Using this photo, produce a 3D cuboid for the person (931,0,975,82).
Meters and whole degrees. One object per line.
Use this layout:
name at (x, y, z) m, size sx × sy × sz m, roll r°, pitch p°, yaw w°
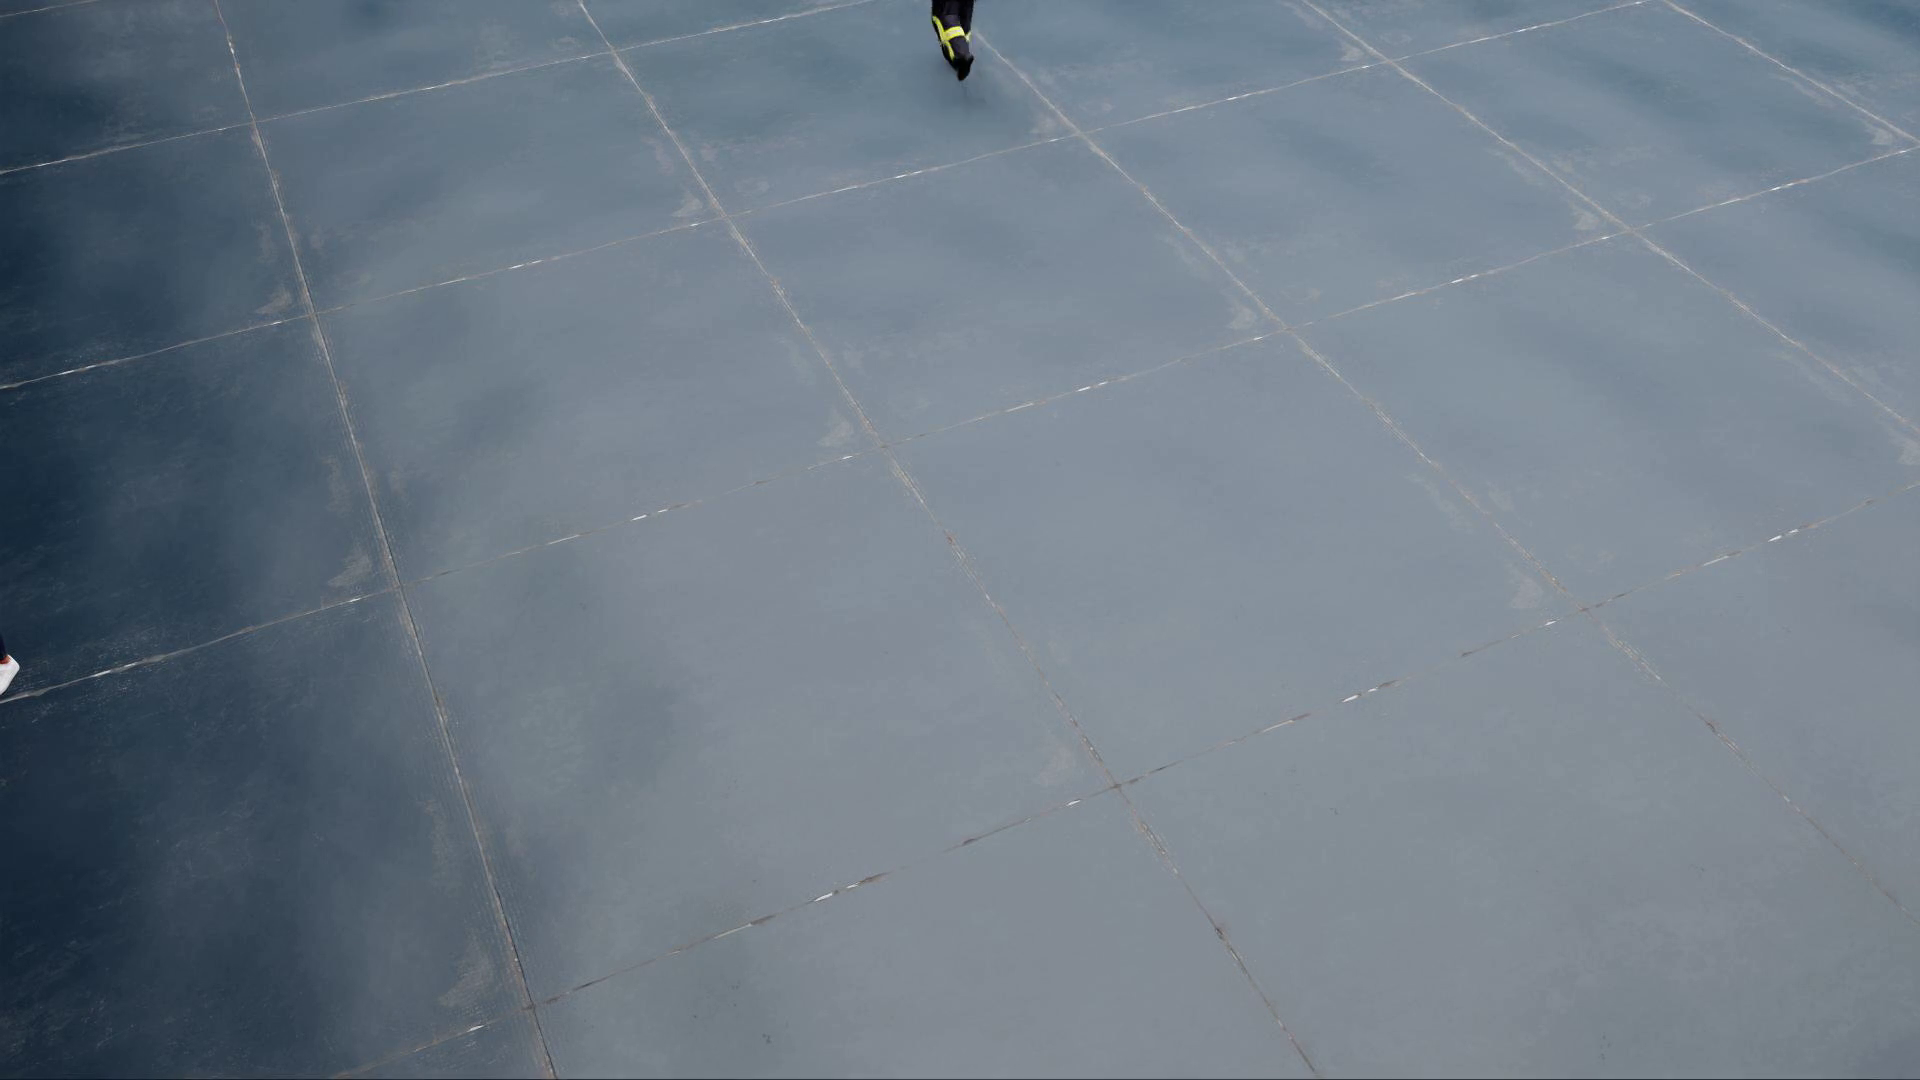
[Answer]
person at (-0.012, -4.653, 13.420) m, size 0.770 × 1.961 × 1.020 m, roll -16°, pitch 45°, yaw -17°
